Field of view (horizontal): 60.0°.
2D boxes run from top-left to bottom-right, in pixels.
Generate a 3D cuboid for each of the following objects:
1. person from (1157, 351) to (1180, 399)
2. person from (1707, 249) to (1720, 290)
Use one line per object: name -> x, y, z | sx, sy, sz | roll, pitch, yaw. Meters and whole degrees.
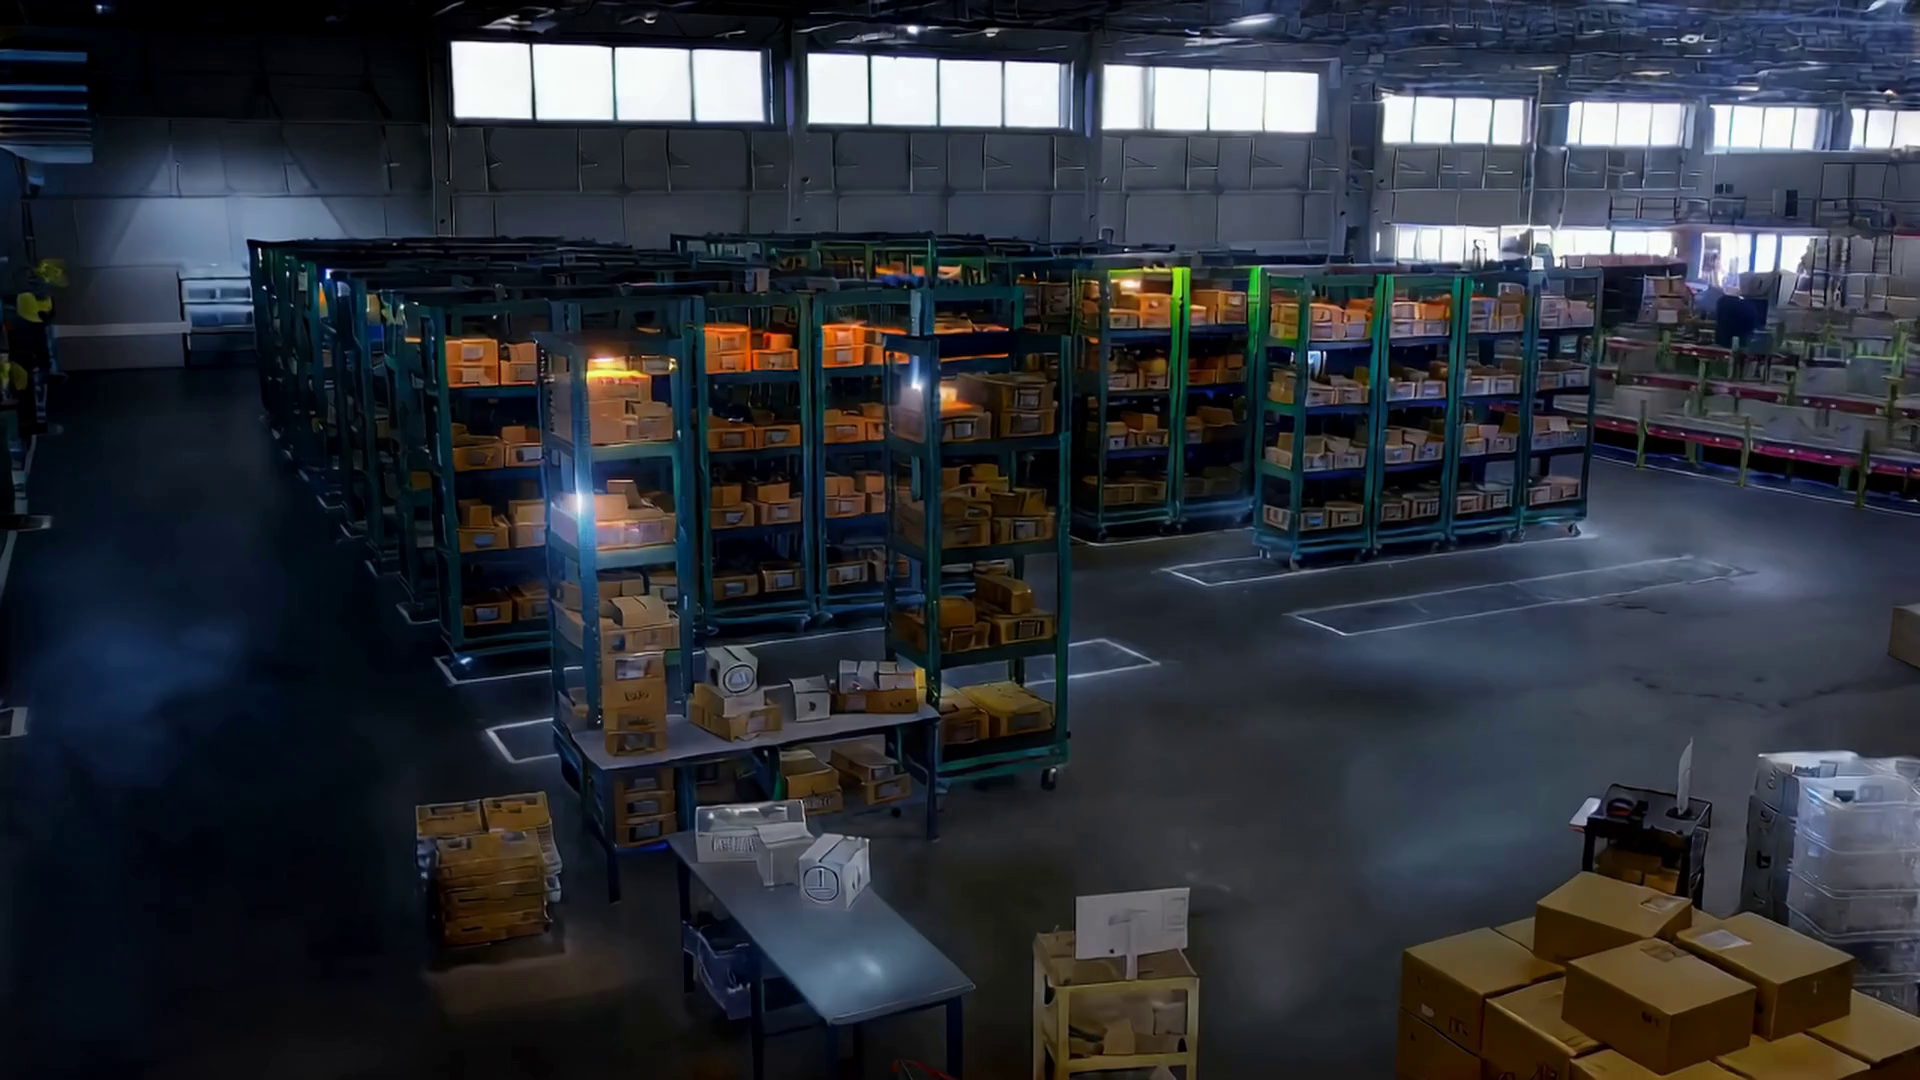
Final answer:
person -> 4.641, -4.066, 36.821 | 0.643, 1.910, 0.400 | -2, 12, -10
person -> 34.036, -12.240, 75.204 | 0.584, 1.849, 0.935 | -7, 14, -29
